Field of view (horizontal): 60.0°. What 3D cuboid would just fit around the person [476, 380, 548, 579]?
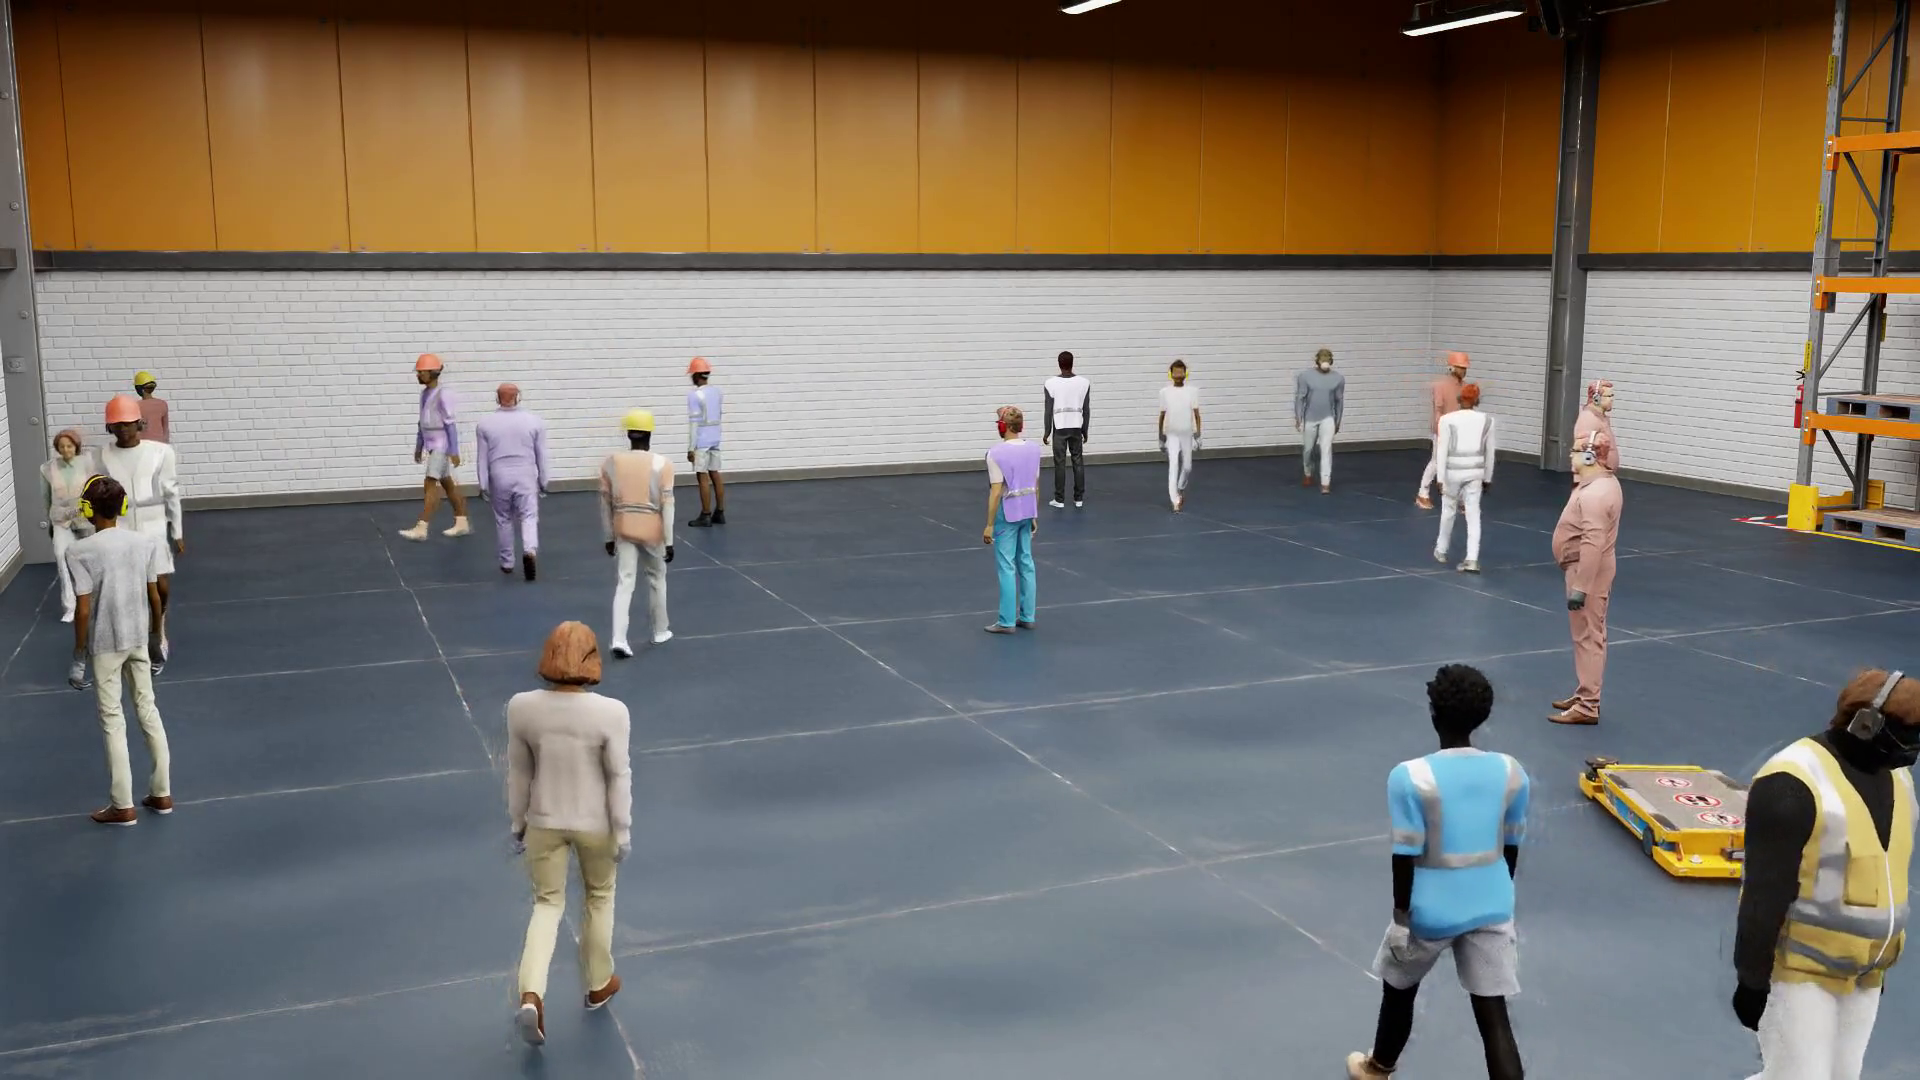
[{"bbox_3d":[-4.247,-0.572,15.794,0.663,1.883,0.824,-2,10,-15],"label":"person"}]

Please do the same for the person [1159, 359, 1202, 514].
[{"bbox_3d":[2.658,-1.270,20.131,0.520,1.852,0.785,0,9,1],"label":"person"}]

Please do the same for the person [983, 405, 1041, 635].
[{"bbox_3d":[0.431,-0.155,13.371,0.372,1.843,0.570,9,13,44],"label":"person"}]

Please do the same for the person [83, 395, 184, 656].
[{"bbox_3d":[-6.053,-0.054,12.210,0.631,2.025,0.440,-4,10,-25],"label":"person"}]

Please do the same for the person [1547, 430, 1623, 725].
[{"bbox_3d":[4.040,0.241,10.782,0.406,1.911,0.636,5,10,26],"label":"person"}]

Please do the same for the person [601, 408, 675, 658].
[{"bbox_3d":[-2.465,-0.063,12.701,0.600,1.888,0.964,1,9,7],"label":"person"}]

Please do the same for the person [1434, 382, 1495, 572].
[{"bbox_3d":[4.939,-0.626,16.276,0.593,1.832,1.021,0,9,0],"label":"person"}]

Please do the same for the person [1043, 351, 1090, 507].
[{"bbox_3d":[1.311,-1.353,20.425,0.587,1.915,0.397,-2,10,-13],"label":"person"}]

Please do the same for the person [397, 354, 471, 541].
[{"bbox_3d":[-5.742,-0.996,17.953,0.963,2.006,0.630,-7,12,-38],"label":"person"}]

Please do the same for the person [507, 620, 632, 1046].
[{"bbox_3d":[-1.515,1.112,6.407,0.508,1.608,0.696,1,9,5],"label":"person"}]

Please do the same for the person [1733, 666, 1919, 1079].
[{"bbox_3d":[2.513,1.250,4.960,0.692,1.809,0.532,-4,10,-25],"label":"person"}]

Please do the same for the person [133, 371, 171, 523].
[{"bbox_3d":[-9.221,-1.034,18.939,0.312,1.768,0.522,3,10,18],"label":"person"}]

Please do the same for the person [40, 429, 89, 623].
[{"bbox_3d":[-7.457,-0.154,14.083,0.519,1.605,0.783,-2,10,-14],"label":"person"}]

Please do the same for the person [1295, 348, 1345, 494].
[{"bbox_3d":[4.740,-1.595,21.962,0.639,1.904,0.976,1,9,8],"label":"person"}]

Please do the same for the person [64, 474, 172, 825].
[{"bbox_3d":[-4.476,0.582,8.835,0.311,1.869,0.530,5,11,30],"label":"person"}]

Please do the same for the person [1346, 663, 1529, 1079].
[{"bbox_3d":[1.657,1.233,5.575,0.532,1.641,0.902,-2,10,-14],"label":"person"}]

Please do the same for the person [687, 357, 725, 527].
[{"bbox_3d":[-2.919,-1.115,18.917,0.370,1.935,0.552,5,11,28],"label":"person"}]

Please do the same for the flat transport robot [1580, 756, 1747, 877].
[{"bbox_3d":[3.776,1.414,8.622,0.652,0.197,1.431,0,9,3],"label":"flat transport robot"}]

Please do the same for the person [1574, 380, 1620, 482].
[{"bbox_3d":[5.911,-0.534,15.486,0.407,1.906,0.654,4,10,22],"label":"person"}]

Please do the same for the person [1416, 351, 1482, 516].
[{"bbox_3d":[5.890,-1.295,19.975,0.610,1.952,1.017,-3,10,-18],"label":"person"}]
